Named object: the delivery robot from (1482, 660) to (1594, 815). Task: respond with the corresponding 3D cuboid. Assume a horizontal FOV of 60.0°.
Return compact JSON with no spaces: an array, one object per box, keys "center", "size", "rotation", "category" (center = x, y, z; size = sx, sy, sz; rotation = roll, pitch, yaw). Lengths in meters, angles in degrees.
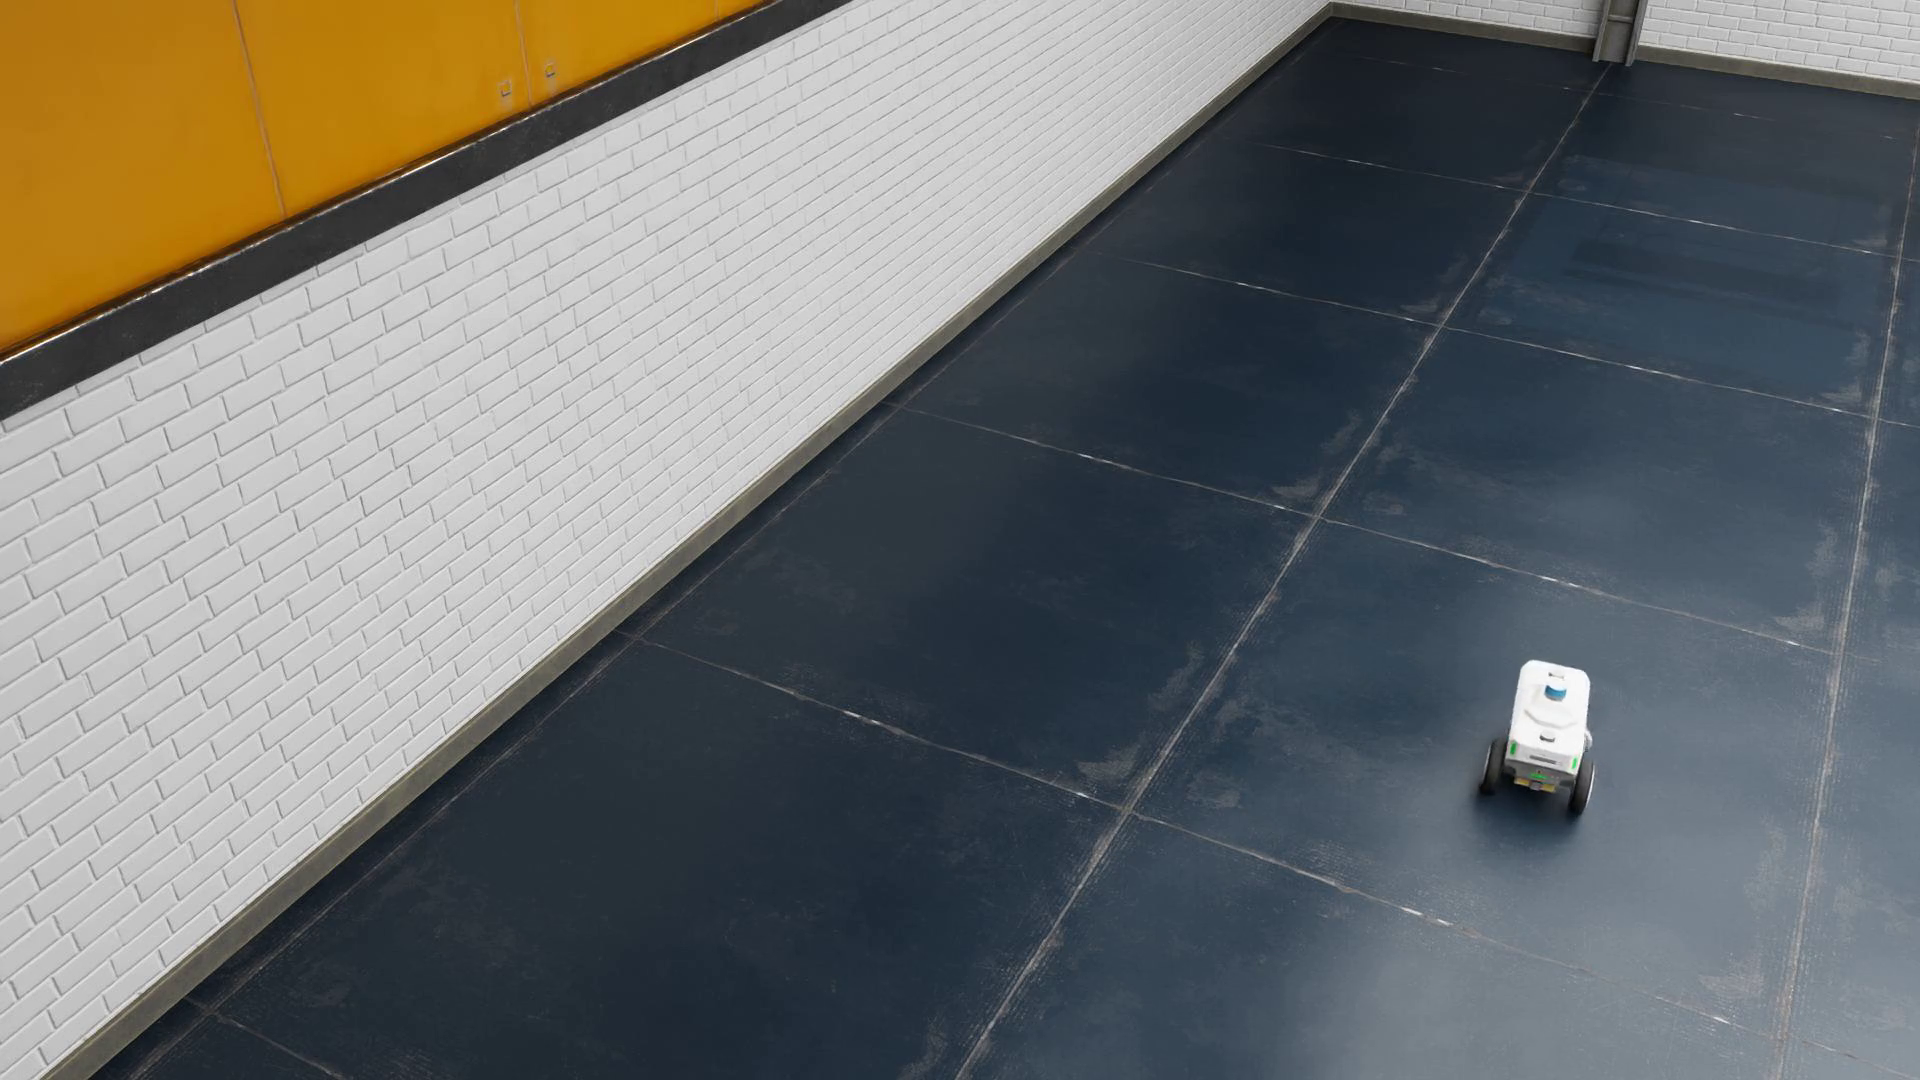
[{"center":[2.916,0.975,8.288],"size":[0.502,0.614,0.785],"rotation":[12,36,17],"category":"delivery robot"}]
